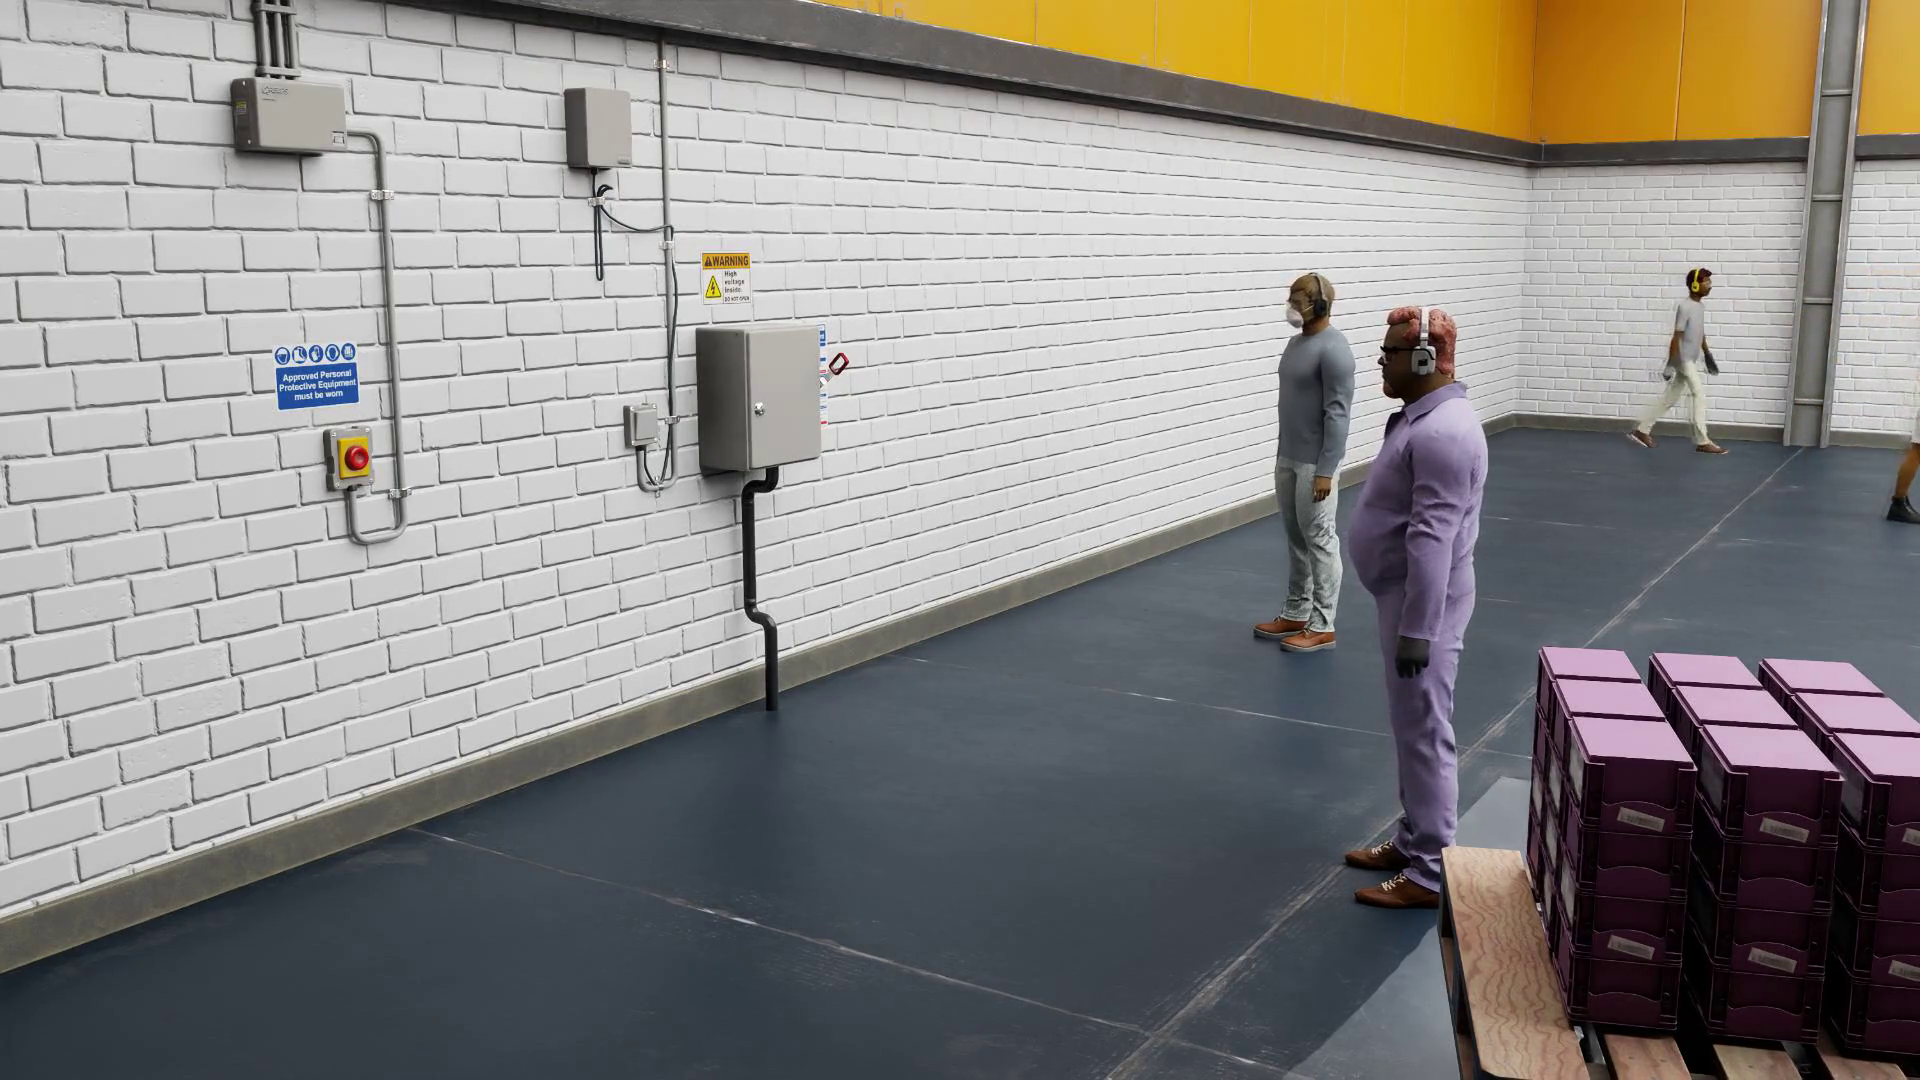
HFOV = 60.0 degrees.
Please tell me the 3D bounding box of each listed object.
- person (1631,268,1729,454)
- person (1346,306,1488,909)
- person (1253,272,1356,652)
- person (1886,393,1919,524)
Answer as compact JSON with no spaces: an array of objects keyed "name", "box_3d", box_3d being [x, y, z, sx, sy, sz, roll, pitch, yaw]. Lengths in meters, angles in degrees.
[{"name":"person","box_3d":[7.216,-1.793,16.608,0.936,1.835,0.504,7,12,34]},{"name":"person","box_3d":[1.437,0.211,5.306,0.402,1.901,0.647,2,10,11]},{"name":"person","box_3d":[1.787,-0.398,8.558,0.372,1.940,0.632,-2,11,-13]},{"name":"person","box_3d":[7.276,-1.012,12.069,0.560,1.888,0.956,-6,12,-32]}]
